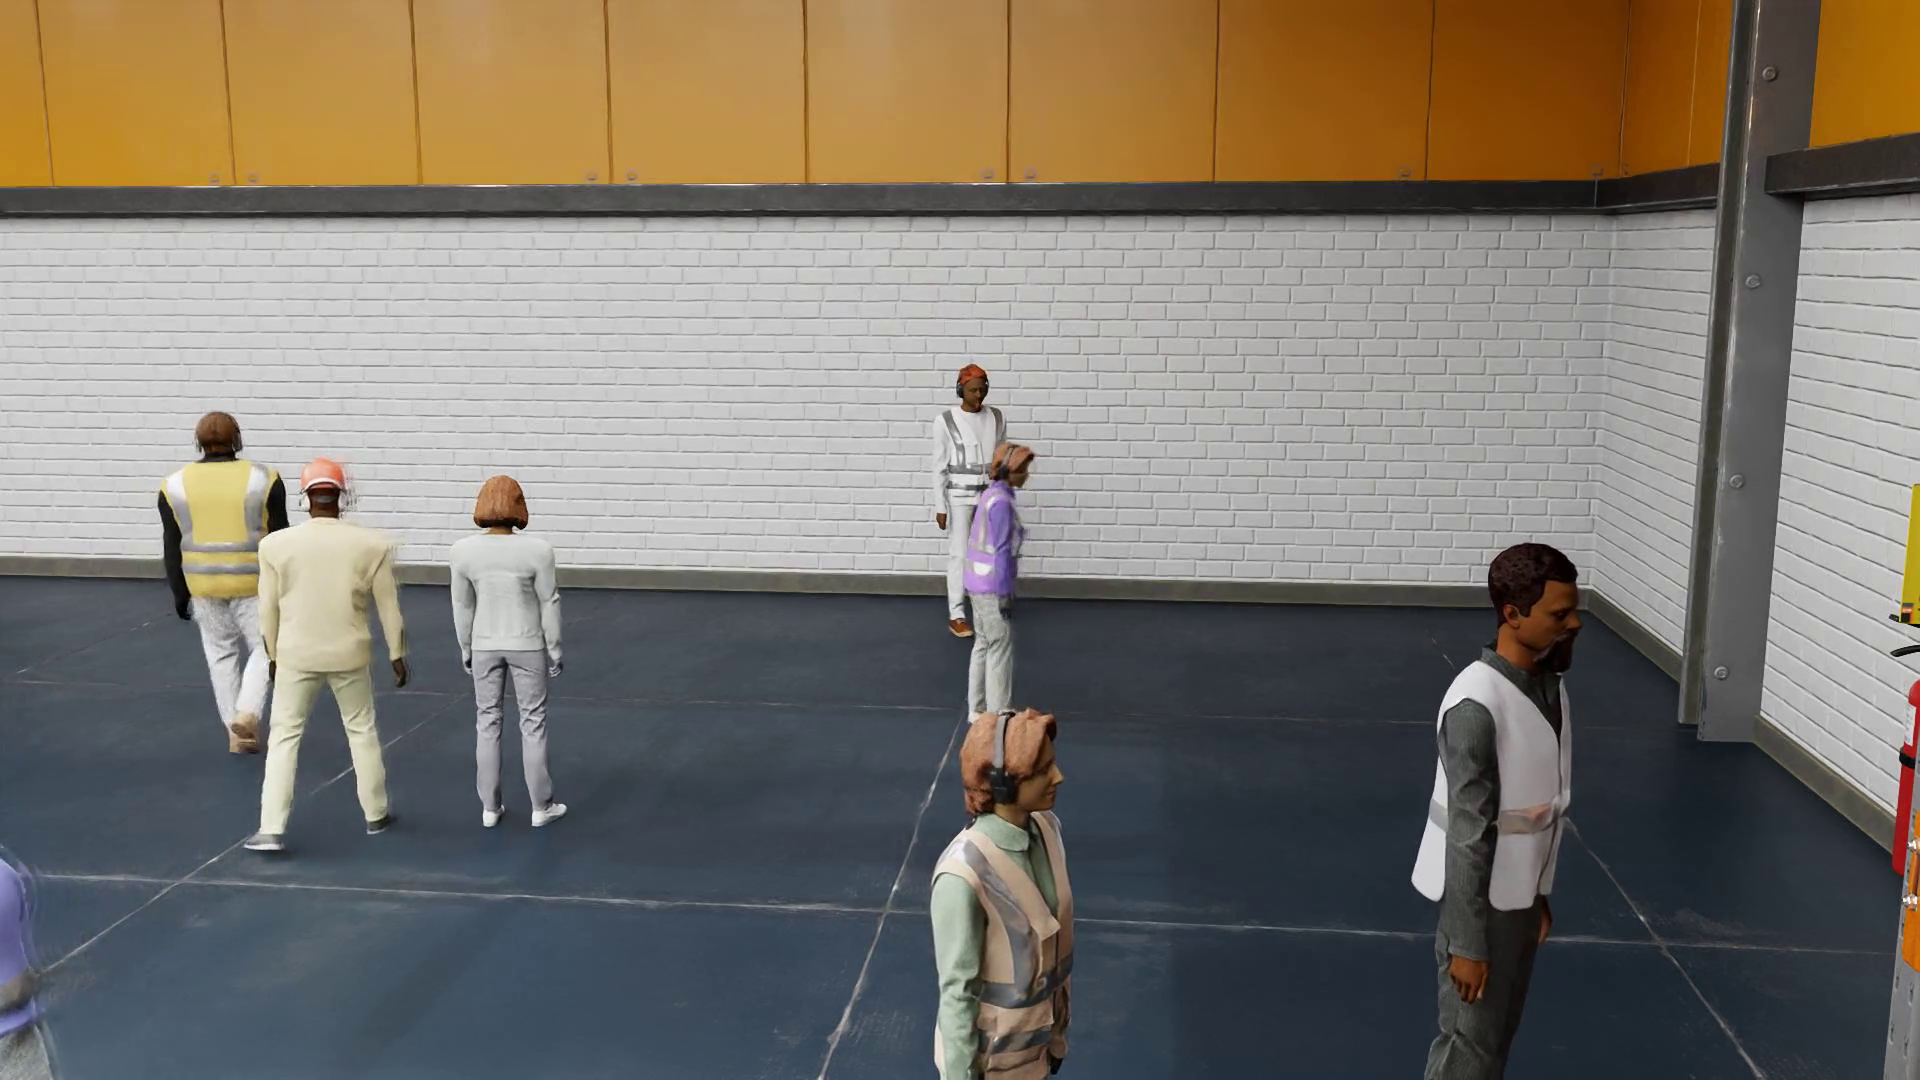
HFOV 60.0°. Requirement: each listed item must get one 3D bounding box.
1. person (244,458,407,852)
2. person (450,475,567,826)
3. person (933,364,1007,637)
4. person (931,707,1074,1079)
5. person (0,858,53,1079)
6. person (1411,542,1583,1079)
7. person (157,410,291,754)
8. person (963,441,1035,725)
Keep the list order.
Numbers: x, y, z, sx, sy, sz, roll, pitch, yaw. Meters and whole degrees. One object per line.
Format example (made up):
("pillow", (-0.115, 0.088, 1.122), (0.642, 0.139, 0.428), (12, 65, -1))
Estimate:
("person", (-2.851, 0.515, 7.382), (0.751, 1.723, 0.529), (-5, 11, -26))
("person", (-2.066, 0.514, 7.635), (0.499, 1.633, 0.289), (0, 10, 3))
("person", (0.083, -0.268, 11.422), (0.589, 1.878, 0.372), (-6, 11, -30))
("person", (0.098, 1.180, 3.790), (0.310, 1.644, 0.523), (5, 11, 26))
("person", (-1.988, 1.158, 3.174), (0.640, 1.902, 0.589), (1, 10, 6))
("person", (1.396, 0.945, 4.352), (0.389, 1.918, 0.590), (7, 12, 35))
("person", (-3.788, 0.240, 8.638), (0.643, 1.829, 0.598), (-2, 10, -9))
("person", (0.211, 0.267, 9.067), (0.384, 1.624, 0.566), (0, 10, -2))
